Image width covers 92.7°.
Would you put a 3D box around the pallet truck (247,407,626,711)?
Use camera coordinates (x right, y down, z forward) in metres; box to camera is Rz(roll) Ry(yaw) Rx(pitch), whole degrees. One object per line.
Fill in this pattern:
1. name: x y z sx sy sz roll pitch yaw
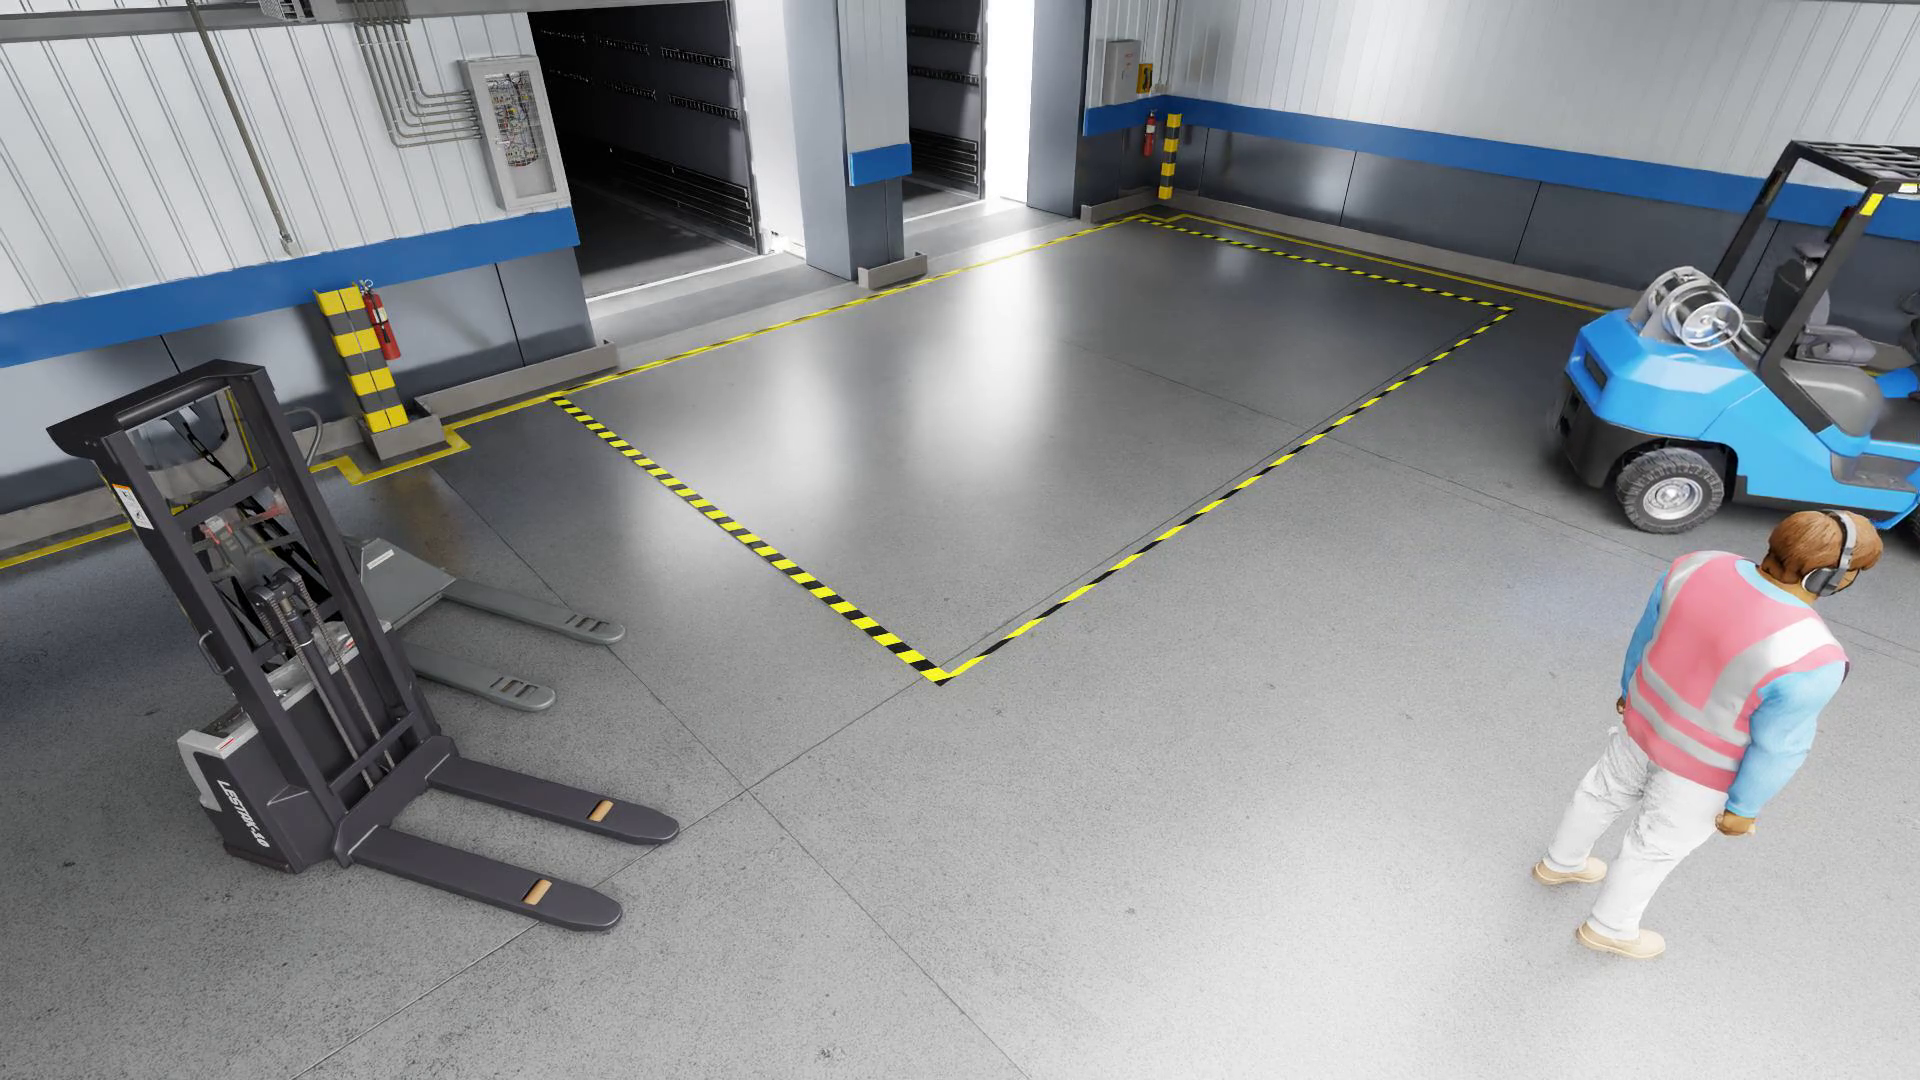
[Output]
1. pallet truck: -2.628 0.038 4.590 1.601 1.201 0.680 12 36 18

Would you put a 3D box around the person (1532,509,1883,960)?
1. person: 2.480 0.686 3.104 0.429 1.841 0.632 -1 34 -2

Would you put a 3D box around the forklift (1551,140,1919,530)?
1. forklift: 5.381 -1.225 5.460 2.680 2.036 1.157 9 35 13

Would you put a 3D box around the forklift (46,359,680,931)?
1. forklift: -2.135 0.422 3.354 1.885 1.965 0.823 10 35 14
